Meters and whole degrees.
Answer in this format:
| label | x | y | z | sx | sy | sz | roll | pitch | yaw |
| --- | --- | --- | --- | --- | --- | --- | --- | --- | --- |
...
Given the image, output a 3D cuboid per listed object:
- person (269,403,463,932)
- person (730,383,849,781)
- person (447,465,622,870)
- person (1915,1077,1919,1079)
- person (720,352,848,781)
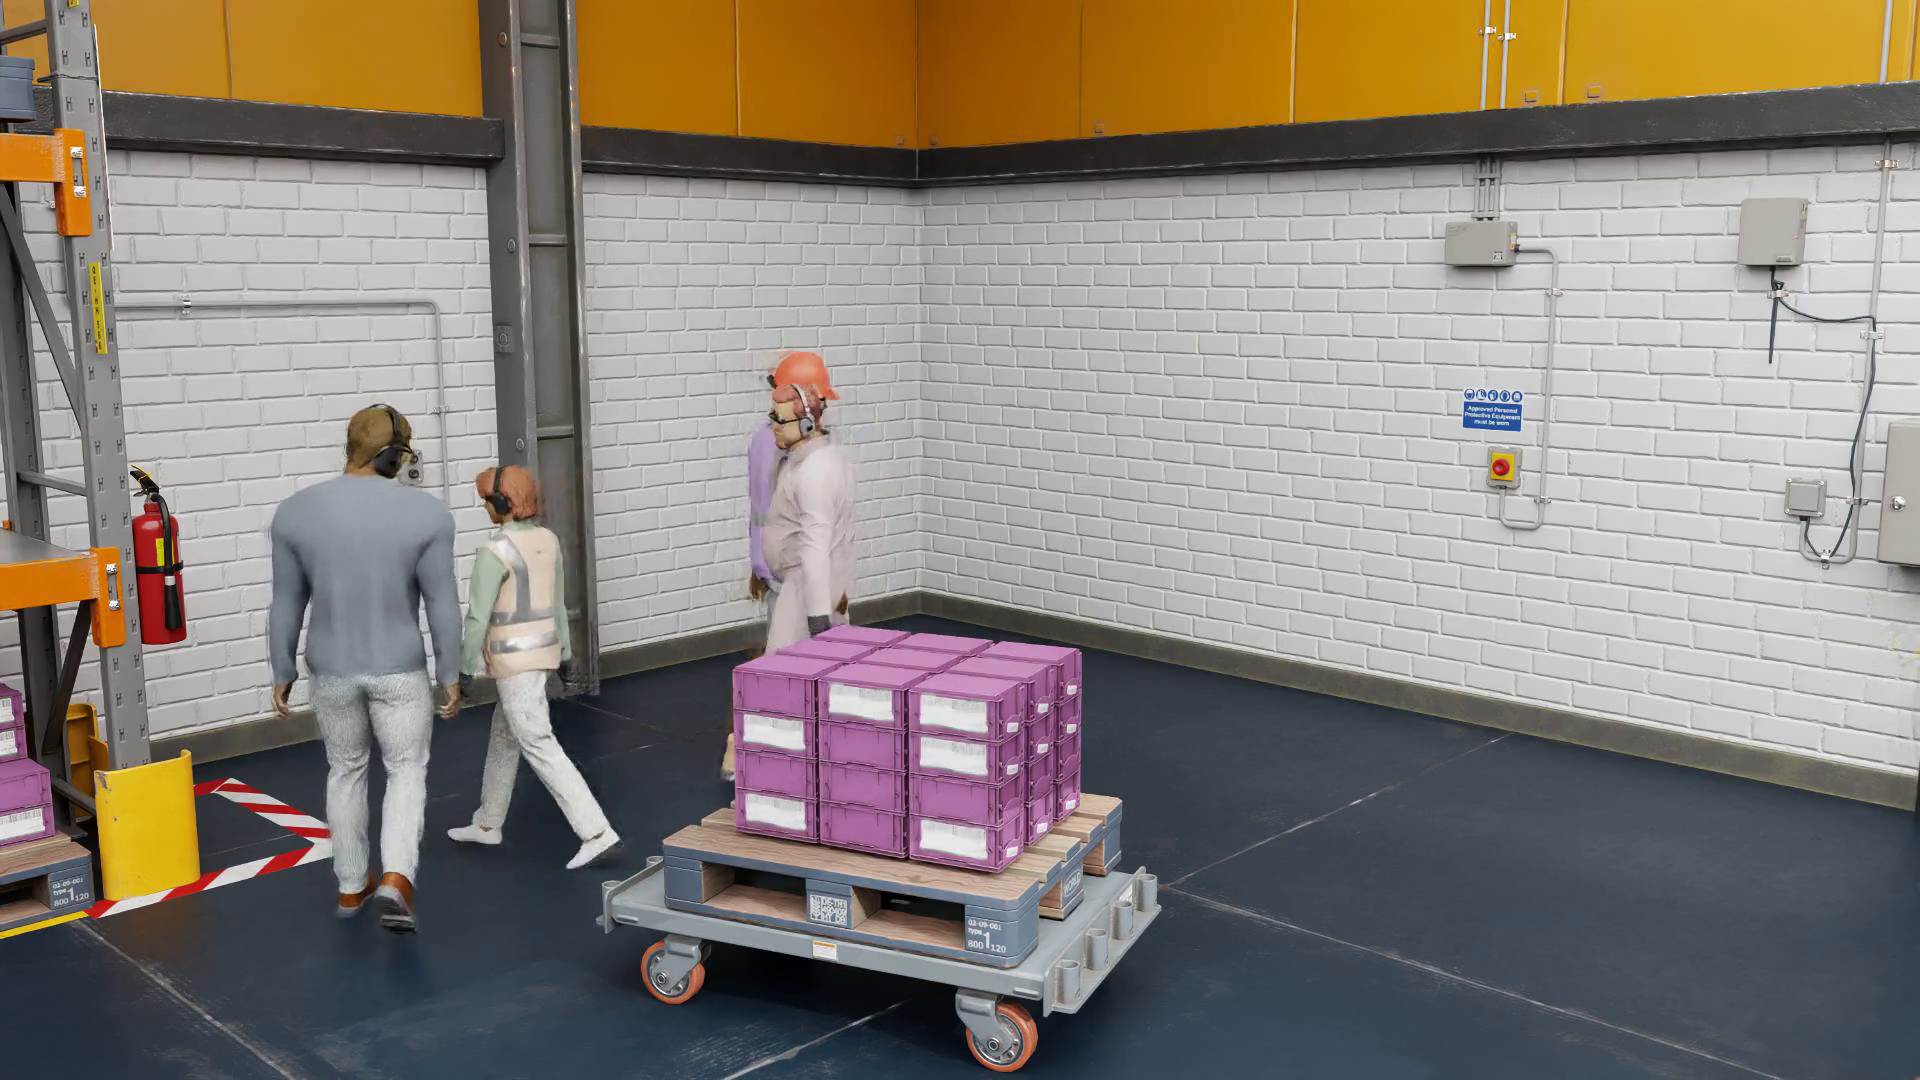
| label | x | y | z | sx | sy | sz | roll | pitch | yaw |
| --- | --- | --- | --- | --- | --- | --- | --- | --- | --- |
| person | -2.116 | 0.473 | 5.894 | 0.691 | 1.903 | 0.708 | -1 | 9 | -9 |
| person | -0.610 | 0.205 | 7.621 | 0.883 | 1.866 | 0.653 | 0 | 9 | 2 |
| person | -1.700 | 0.497 | 6.600 | 0.835 | 1.601 | 0.535 | 2 | 10 | 14 |
| person | 2.577 | 0.821 | 3.934 | 0.643 | 1.823 | 0.491 | -5 | 10 | -26 |
| person | -0.722 | 0.109 | 7.844 | 1.031 | 1.978 | 0.628 | -4 | 10 | -25 |
